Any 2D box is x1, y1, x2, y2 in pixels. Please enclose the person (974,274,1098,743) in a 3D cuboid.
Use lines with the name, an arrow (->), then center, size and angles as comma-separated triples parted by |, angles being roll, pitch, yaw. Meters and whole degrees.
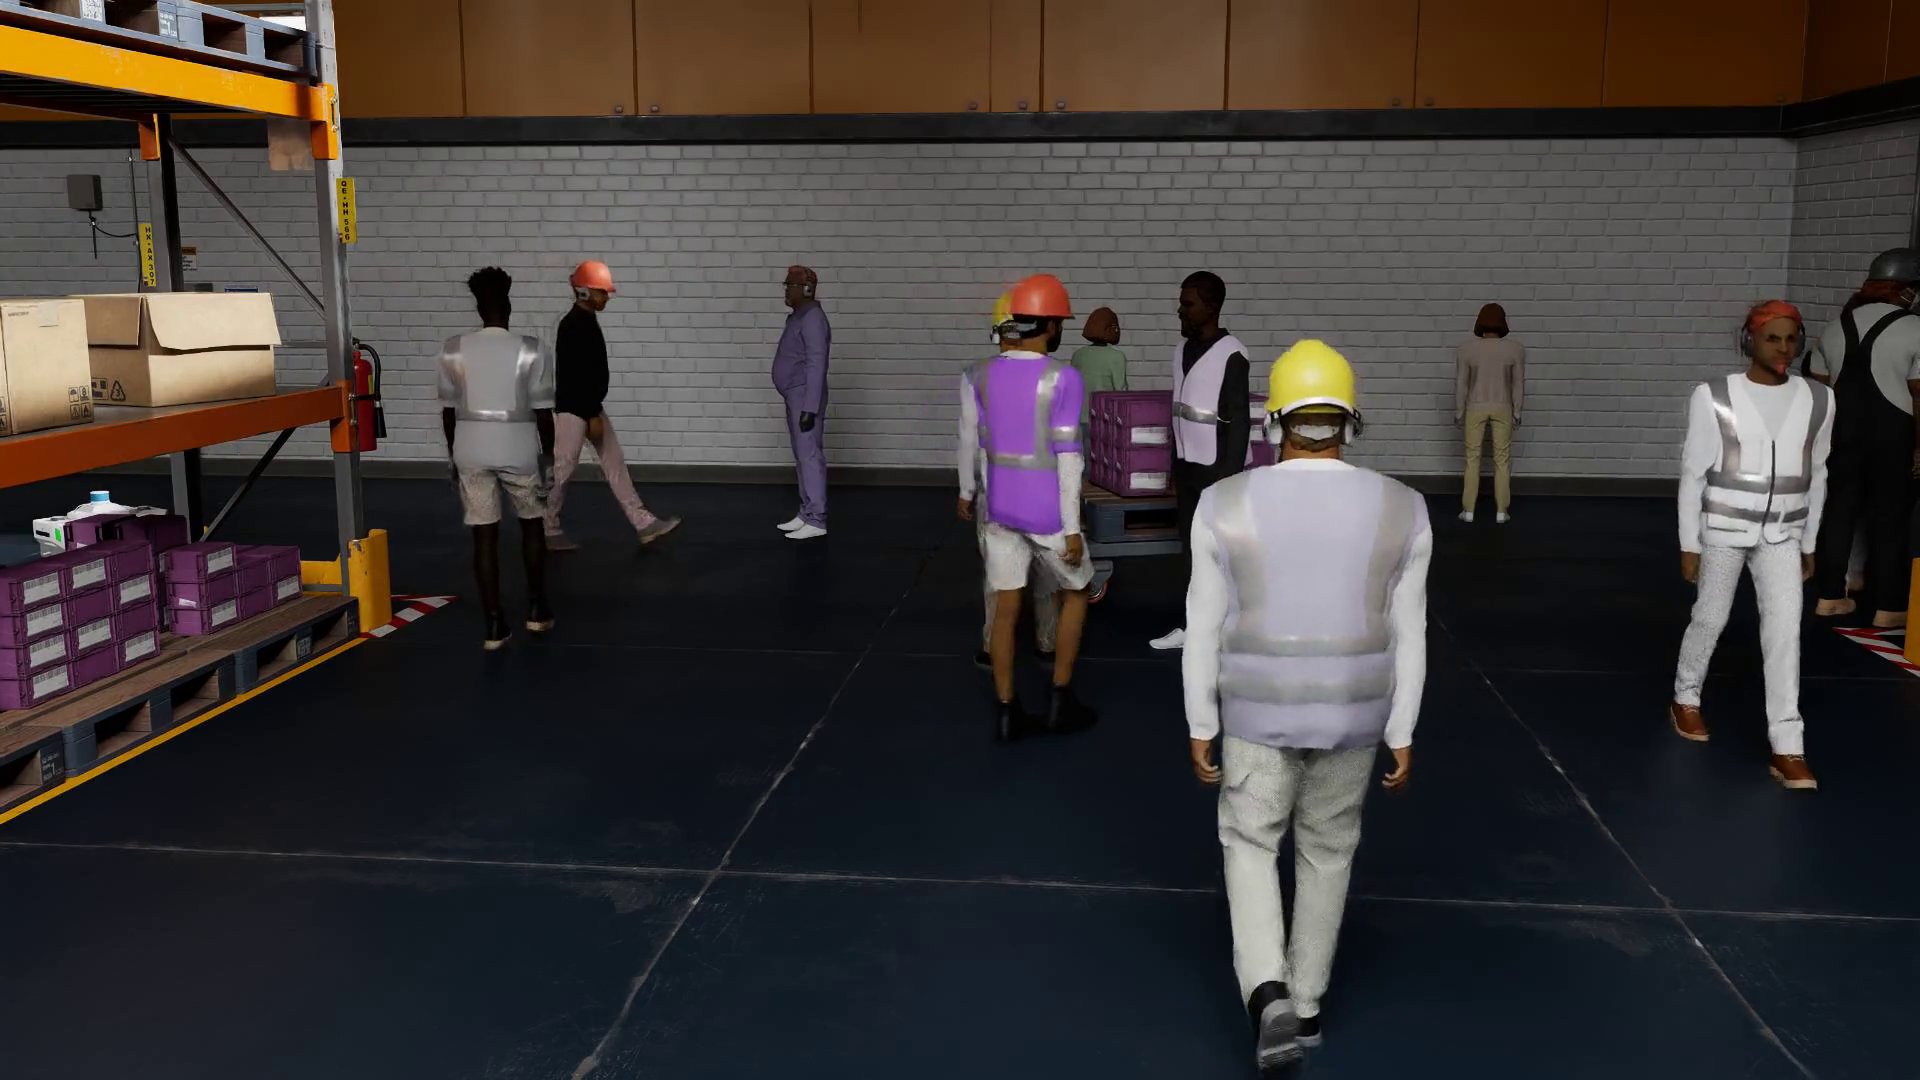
person -> 0.354, -0.129, 6.888 | 0.567, 1.918, 0.652 | 8, 13, 39

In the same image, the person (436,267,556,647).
person -> -2.379, -0.437, 8.641 | 0.603, 1.931, 0.721 | -1, 10, -7

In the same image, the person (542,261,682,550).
person -> -2.405, -0.872, 11.096 | 1.029, 1.933, 0.628 | 0, 10, 3

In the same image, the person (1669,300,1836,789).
person -> 3.117, -0.024, 6.559 | 0.594, 1.853, 0.856 | 1, 10, 6

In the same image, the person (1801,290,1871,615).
person -> 5.102, -0.520, 9.470 | 0.657, 1.811, 0.844 | 4, 11, 23

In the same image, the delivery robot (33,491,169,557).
delivery robot -> -5.214, -0.055, 10.111 | 0.477, 0.478, 0.707 | 8, 12, 37

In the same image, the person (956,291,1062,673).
person -> 0.262, -0.272, 7.976 | 0.600, 1.827, 0.403 | -3, 10, -17

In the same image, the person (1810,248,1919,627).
person -> 5.002, -0.563, 9.038 | 0.536, 2.000, 0.682 | -5, 11, -26

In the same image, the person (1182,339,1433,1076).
person -> 0.839, 0.429, 4.033 | 0.590, 1.816, 0.612 | 1, 10, 4

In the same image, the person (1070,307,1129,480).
person -> 0.961, -0.763, 11.342 | 0.279, 1.634, 0.497 | -9, 13, -42

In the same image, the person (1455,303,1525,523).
person -> 3.921, -0.937, 12.345 | 0.497, 1.632, 0.289 | 2, 10, 13

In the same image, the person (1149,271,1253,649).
person -> 1.224, -0.358, 8.209 | 0.397, 1.919, 0.590 | -4, 11, -22

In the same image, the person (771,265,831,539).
person -> -1.122, -0.962, 11.724 | 0.405, 1.913, 0.661 | -2, 10, -13
